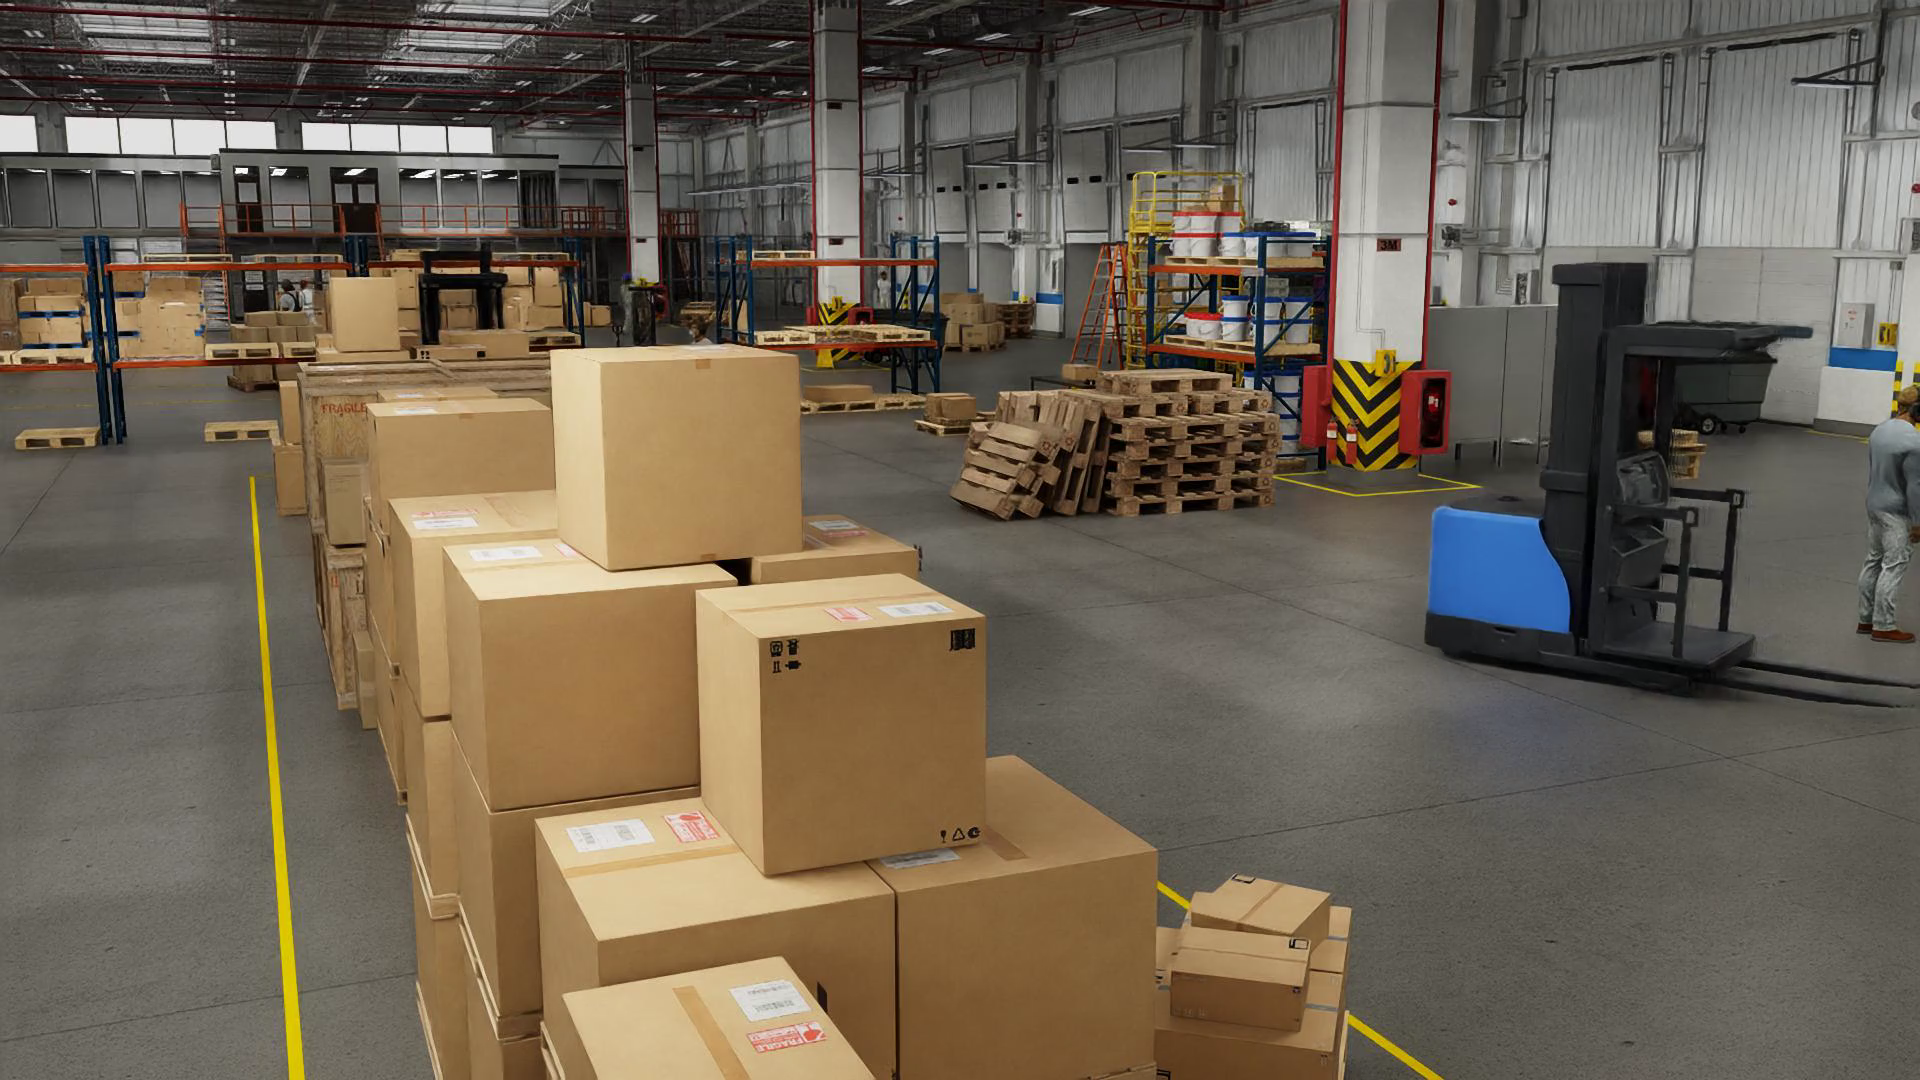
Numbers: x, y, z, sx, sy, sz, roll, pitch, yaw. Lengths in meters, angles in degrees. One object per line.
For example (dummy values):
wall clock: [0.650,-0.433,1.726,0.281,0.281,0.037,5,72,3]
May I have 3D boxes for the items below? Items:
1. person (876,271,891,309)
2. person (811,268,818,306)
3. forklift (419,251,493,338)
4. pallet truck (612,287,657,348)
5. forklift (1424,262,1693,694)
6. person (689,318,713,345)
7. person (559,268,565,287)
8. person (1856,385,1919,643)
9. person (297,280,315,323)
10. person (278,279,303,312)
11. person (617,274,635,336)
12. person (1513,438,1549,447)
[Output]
person: [-2.697,-8.597,58.951,0.534,1.838,0.788,0,10,2]
person: [-5.586,-9.808,65.650,0.661,1.821,0.660,-2,11,-12]
forklift: [-6.942,-2.619,23.117,1.129,2.768,1.873,-4,11,-23]
pallet truck: [-6.464,-4.406,35.401,0.823,1.965,1.885,6,12,32]
forklift: [4.379,-0.529,11.602,1.873,2.768,1.129,9,13,40]
person: [-3.494,-2.022,22.430,0.372,1.940,0.630,-6,12,-32]
person: [-14.162,-8.573,58.469,0.978,1.952,0.657,-5,11,-23]
person: [6.969,-0.191,12.380,0.385,1.929,0.636,0,10,0]
person: [-18.484,-6.416,46.946,1.000,1.824,0.605,6,12,28]
person: [-16.200,-5.292,40.167,0.536,2.000,0.682,3,11,15]
person: [-10.313,-7.237,51.255,0.651,1.896,0.978,7,13,35]
person: [8.421,-2.287,23.987,0.874,1.894,0.610,7,13,35]
